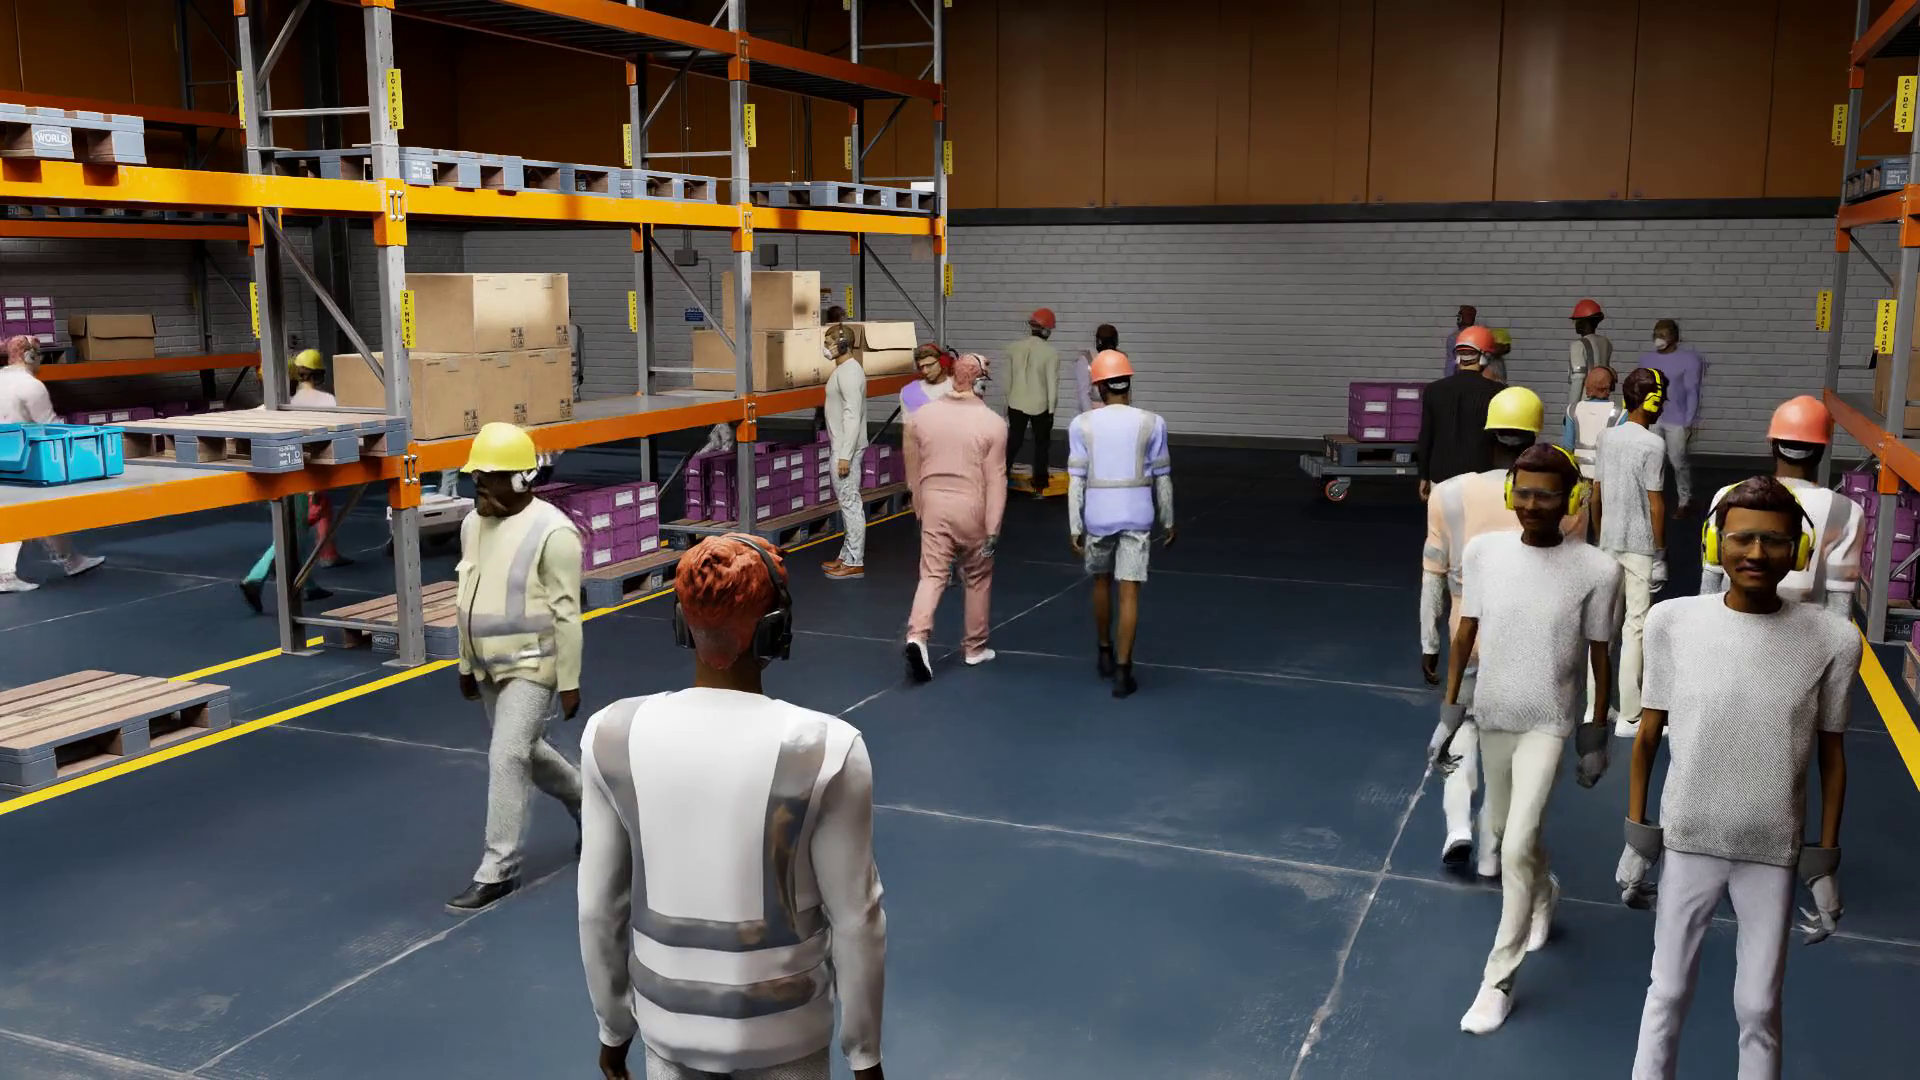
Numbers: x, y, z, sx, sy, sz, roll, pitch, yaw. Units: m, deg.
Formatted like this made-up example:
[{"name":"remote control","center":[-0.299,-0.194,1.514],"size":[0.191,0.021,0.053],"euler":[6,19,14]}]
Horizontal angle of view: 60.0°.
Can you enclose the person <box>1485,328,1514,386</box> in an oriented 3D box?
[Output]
[{"name":"person","center":[5.522,-1.354,17.380],"size":[0.471,1.726,0.501],"euler":[5,11,30]}]

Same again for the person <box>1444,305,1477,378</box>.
[{"name":"person","center":[5.933,-1.812,19.623],"size":[0.639,1.910,0.406],"euler":[-5,10,-26]}]

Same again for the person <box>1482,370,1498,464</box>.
[{"name":"person","center":[3.905,-0.500,12.646],"size":[0.517,1.579,0.899],"euler":[1,9,5]}]

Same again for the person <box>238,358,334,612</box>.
[{"name":"person","center":[-4.693,-0.388,11.475],"size":[0.528,1.740,0.781],"euler":[6,11,32]}]

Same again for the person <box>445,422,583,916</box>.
[{"name":"person","center":[-1.636,0.440,6.308],"size":[0.601,1.804,0.830],"euler":[7,12,38]}]

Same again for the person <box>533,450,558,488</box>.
[{"name":"person","center":[-3.888,-0.956,15.135],"size":[0.586,1.668,0.543],"euler":[1,9,6]}]

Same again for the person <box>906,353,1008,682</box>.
[{"name":"person","center":[-0.042,-0.136,9.570],"size":[0.636,1.878,0.871],"euler":[4,10,24]}]

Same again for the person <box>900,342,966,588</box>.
[{"name":"person","center":[-0.128,-0.548,12.236],"size":[0.620,1.815,0.453],"euler":[0,9,1]}]

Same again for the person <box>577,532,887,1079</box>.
[{"name":"person","center":[-0.418,0.919,3.143],"size":[0.587,1.882,0.342],"euler":[2,10,13]}]

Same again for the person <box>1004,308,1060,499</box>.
[{"name":"person","center":[0.675,-1.319,16.579],"size":[0.653,1.961,0.929],"euler":[6,11,31]}]

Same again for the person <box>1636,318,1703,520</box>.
[{"name":"person","center":[6.506,-1.088,15.288],"size":[0.989,1.905,0.635],"euler":[-9,13,-44]}]

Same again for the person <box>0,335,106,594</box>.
[{"name":"person","center":[-6.737,-0.567,12.225],"size":[0.638,1.857,0.965],"euler":[7,12,38]}]

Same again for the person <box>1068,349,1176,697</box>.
[{"name":"person","center":[0.920,-0.120,9.393],"size":[0.586,1.892,0.879],"euler":[2,10,12]}]

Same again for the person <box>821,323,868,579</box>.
[{"name":"person","center":[-0.880,-0.676,12.646],"size":[0.362,1.938,0.636],"euler":[-1,9,-7]}]

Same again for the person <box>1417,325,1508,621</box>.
[{"name":"person","center":[3.336,-0.420,10.979],"size":[0.637,1.981,0.427],"euler":[8,12,39]}]

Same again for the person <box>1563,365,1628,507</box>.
[{"name":"person","center":[4.672,-0.458,12.214],"size":[0.515,1.645,0.309],"euler":[9,13,43]}]

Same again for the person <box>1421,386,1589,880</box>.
[{"name":"person","center":[2.086,0.368,6.396],"size":[0.596,1.909,0.416],"euler":[4,10,24]}]

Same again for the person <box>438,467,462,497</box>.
[{"name":"person","center":[-4.570,-0.856,14.761],"size":[0.498,1.598,0.832],"euler":[2,10,13]}]

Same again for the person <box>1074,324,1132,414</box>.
[{"name":"person","center":[1.442,-1.161,15.991],"size":[0.633,1.803,0.861],"euler":[-4,10,-21]}]

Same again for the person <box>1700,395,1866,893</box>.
[{"name":"person","center":[3.136,0.387,6.393],"size":[0.543,1.887,1.025],"euler":[4,10,21]}]

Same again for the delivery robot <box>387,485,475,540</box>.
[{"name":"delivery robot","center":[-4.359,-0.209,13.718],"size":[0.477,0.478,0.707],"euler":[6,11,33]}]

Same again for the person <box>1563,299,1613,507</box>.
[{"name":"person","center":[6.054,-1.310,16.172],"size":[0.615,2.040,0.391],"euler":[-8,12,-39]}]

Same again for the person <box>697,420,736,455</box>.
[{"name":"person","center":[-2.574,-1.323,17.512],"size":[0.568,1.617,0.527],"euler":[-7,12,-38]}]

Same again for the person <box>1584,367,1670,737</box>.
[{"name":"person","center":[3.399,0.061,8.409],"size":[0.329,1.865,0.515],"euler":[-3,10,-18]}]

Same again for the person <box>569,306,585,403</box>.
[{"name":"person","center":[-5.278,-2.229,22.232],"size":[0.355,1.882,0.575],"euler":[9,13,44]}]

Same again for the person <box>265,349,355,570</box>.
[{"name":"person","center":[-5.017,-0.592,12.738],"size":[0.515,1.730,0.807],"euler":[6,11,33]}]

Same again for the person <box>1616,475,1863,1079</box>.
[{"name":"person","center":[1.894,0.769,4.088],"size":[0.513,1.876,0.328],"euler":[4,10,23]}]

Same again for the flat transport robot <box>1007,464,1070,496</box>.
[{"name":"flat transport robot","center":[0.658,-0.651,17.537],"size":[0.652,0.197,1.431],"euler":[-8,13,-42]}]

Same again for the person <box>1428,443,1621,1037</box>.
[{"name":"person","center":[1.858,0.577,5.397],"size":[0.513,1.835,0.953],"euler":[8,12,40]}]

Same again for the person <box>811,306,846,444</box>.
[{"name":"person","center":[-1.536,-1.814,19.690],"size":[0.427,1.887,0.703],"euler":[-6,11,-33]}]
